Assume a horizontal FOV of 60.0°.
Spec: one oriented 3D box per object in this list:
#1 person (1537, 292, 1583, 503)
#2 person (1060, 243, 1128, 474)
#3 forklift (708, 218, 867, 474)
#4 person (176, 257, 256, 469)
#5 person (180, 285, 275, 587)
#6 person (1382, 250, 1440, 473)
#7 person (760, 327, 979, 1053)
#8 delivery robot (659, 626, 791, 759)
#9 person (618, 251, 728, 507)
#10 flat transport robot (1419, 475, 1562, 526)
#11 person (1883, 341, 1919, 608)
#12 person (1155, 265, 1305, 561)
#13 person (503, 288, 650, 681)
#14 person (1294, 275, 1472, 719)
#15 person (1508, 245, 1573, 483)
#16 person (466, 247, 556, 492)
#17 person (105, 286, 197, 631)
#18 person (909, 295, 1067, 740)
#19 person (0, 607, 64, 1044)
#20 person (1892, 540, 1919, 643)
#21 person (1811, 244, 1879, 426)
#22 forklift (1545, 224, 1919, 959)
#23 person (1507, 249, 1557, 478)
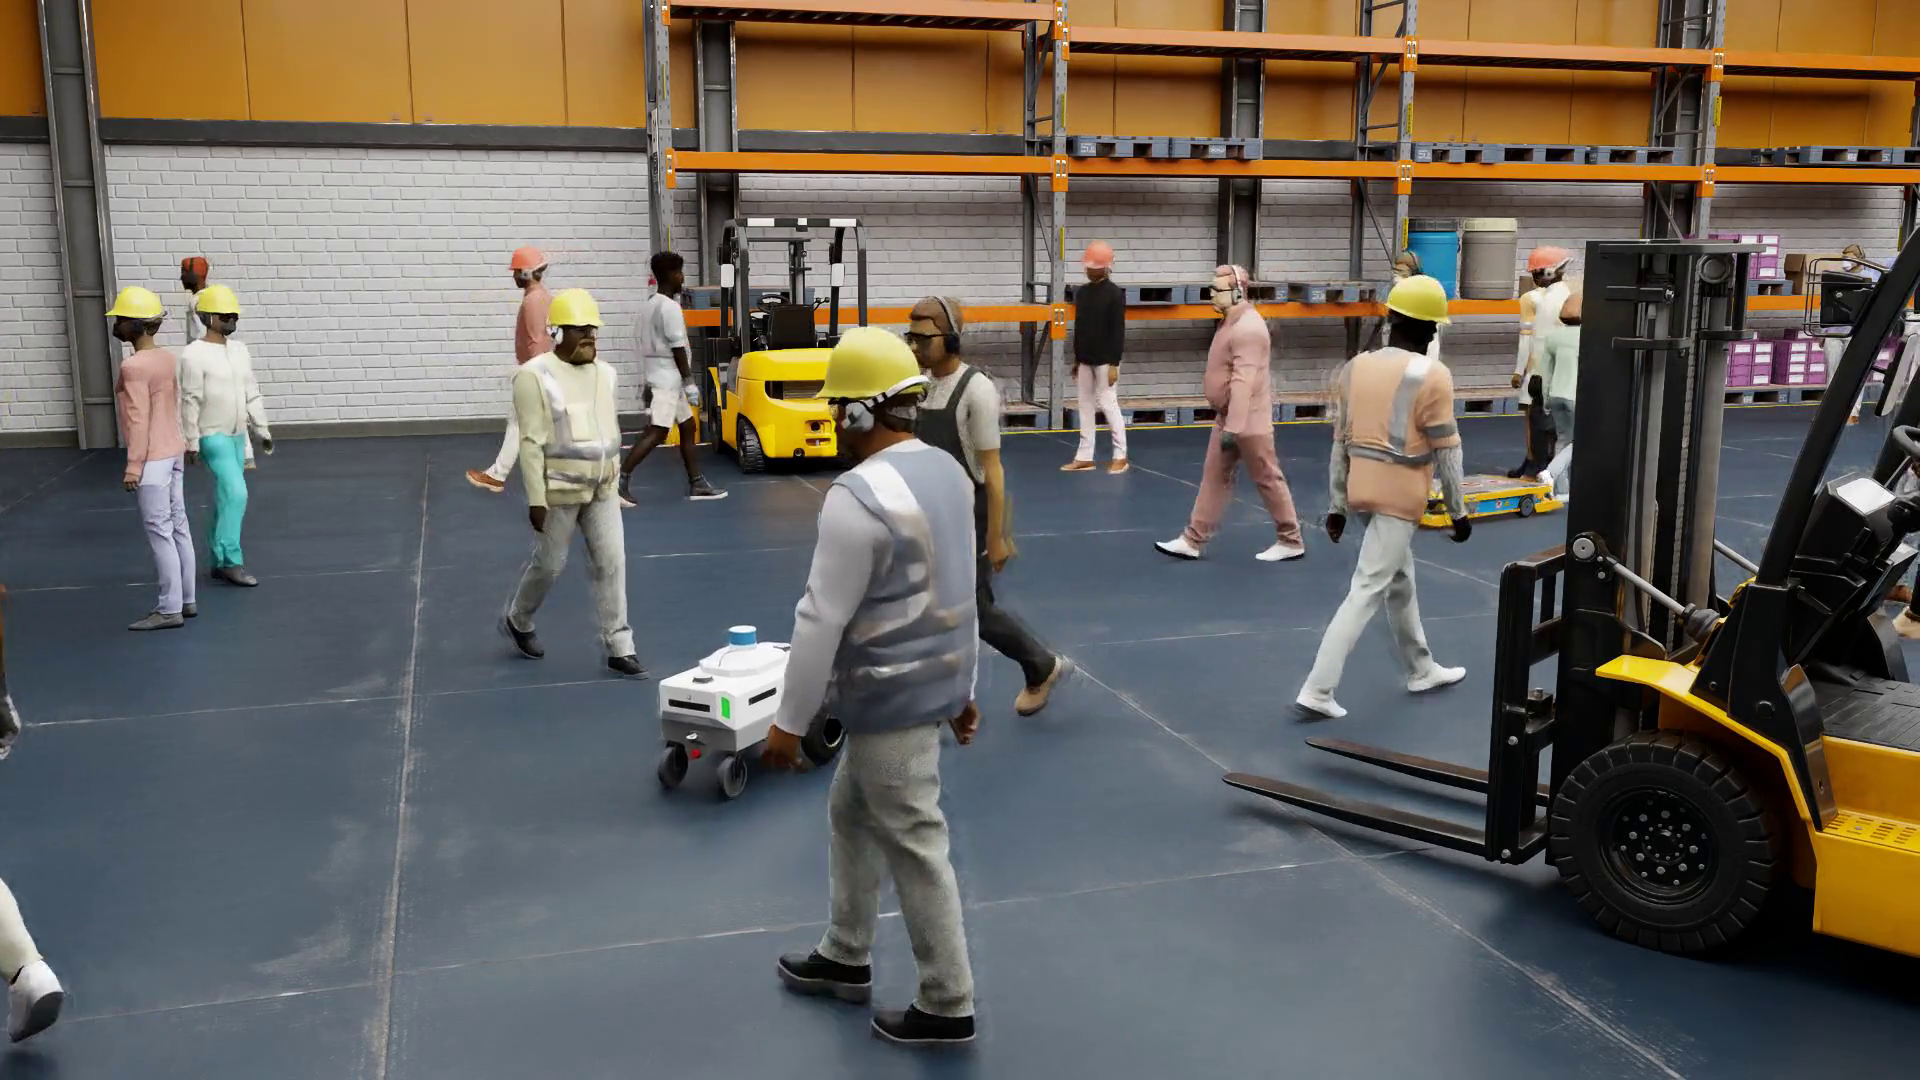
[{"bbox_3d":[4.543,-1.051,12.487,0.544,1.613,0.514,-6,12,-31],"label":"person"},{"bbox_3d":[1.191,-1.540,14.284,0.464,1.971,0.678,-7,12,-32],"label":"person"},{"bbox_3d":[-1.522,-1.778,14.899,1.214,2.155,2.313,-3,11,-17],"label":"forklift"},{"bbox_3d":[-6.620,-1.506,14.371,0.969,1.837,0.588,-1,10,-6],"label":"person"},{"bbox_3d":[-4.220,-0.600,9.681,0.593,1.749,0.526,2,11,11],"label":"person"},{"bbox_3d":[3.685,-1.410,13.635,0.463,1.918,0.660,-2,11,-12],"label":"person"},{"bbox_3d":[-0.268,0.378,4.171,0.764,1.799,0.596,4,11,19],"label":"person"},{"bbox_3d":[-0.815,0.568,6.277,0.477,0.478,0.707,5,12,27],"label":"delivery robot"},{"bbox_3d":[-2.269,-1.214,12.556,0.968,1.929,0.606,-4,11,-21],"label":"person"},{"bbox_3d":[3.653,-0.301,12.078,1.431,0.197,0.652,-7,12,-33],"label":"flat transport robot"},{"bbox_3d":[5.369,-0.529,8.798,0.882,1.914,0.639,8,13,36],"label":"person"},{"bbox_3d":[1.710,-0.765,10.294,0.980,1.851,0.659,-1,10,-6],"label":"person"},{"bbox_3d":[-1.829,-0.271,7.738,0.883,1.804,0.593,9,13,39],"label":"person"},{"bbox_3d":[1.814,-0.171,7.036,1.013,1.884,0.588,-5,11,-25],"label":"person"},{"bbox_3d":[4.760,-1.326,13.087,0.802,1.961,0.625,6,12,29],"label":"person"},{"bbox_3d":[-3.396,-1.339,13.196,1.039,1.935,0.650,0,10,3],"label":"person"},{"bbox_3d":[-4.191,-0.419,8.615,0.302,1.772,0.530,-1,10,-6],"label":"person"},{"bbox_3d":[0.053,-0.082,6.670,0.801,1.813,0.531,-8,13,-39],"label":"person"},{"bbox_3d":[-2.484,0.404,3.889,0.442,1.857,0.529,4,11,20],"label":"person"},{"bbox_3d":[4.907,-0.247,7.990,0.826,1.658,0.521,8,13,38],"label":"person"},{"bbox_3d":[9.563,-2.205,17.939,0.361,1.939,0.635,-5,12,-27],"label":"person"},{"bbox_3d":[2.909,0.117,4.508,2.313,2.155,1.214,9,14,40],"label":"forklift"},{"bbox_3d":[4.830,-1.457,13.867,0.542,1.930,0.375,-4,11,-23],"label":"person"}]
